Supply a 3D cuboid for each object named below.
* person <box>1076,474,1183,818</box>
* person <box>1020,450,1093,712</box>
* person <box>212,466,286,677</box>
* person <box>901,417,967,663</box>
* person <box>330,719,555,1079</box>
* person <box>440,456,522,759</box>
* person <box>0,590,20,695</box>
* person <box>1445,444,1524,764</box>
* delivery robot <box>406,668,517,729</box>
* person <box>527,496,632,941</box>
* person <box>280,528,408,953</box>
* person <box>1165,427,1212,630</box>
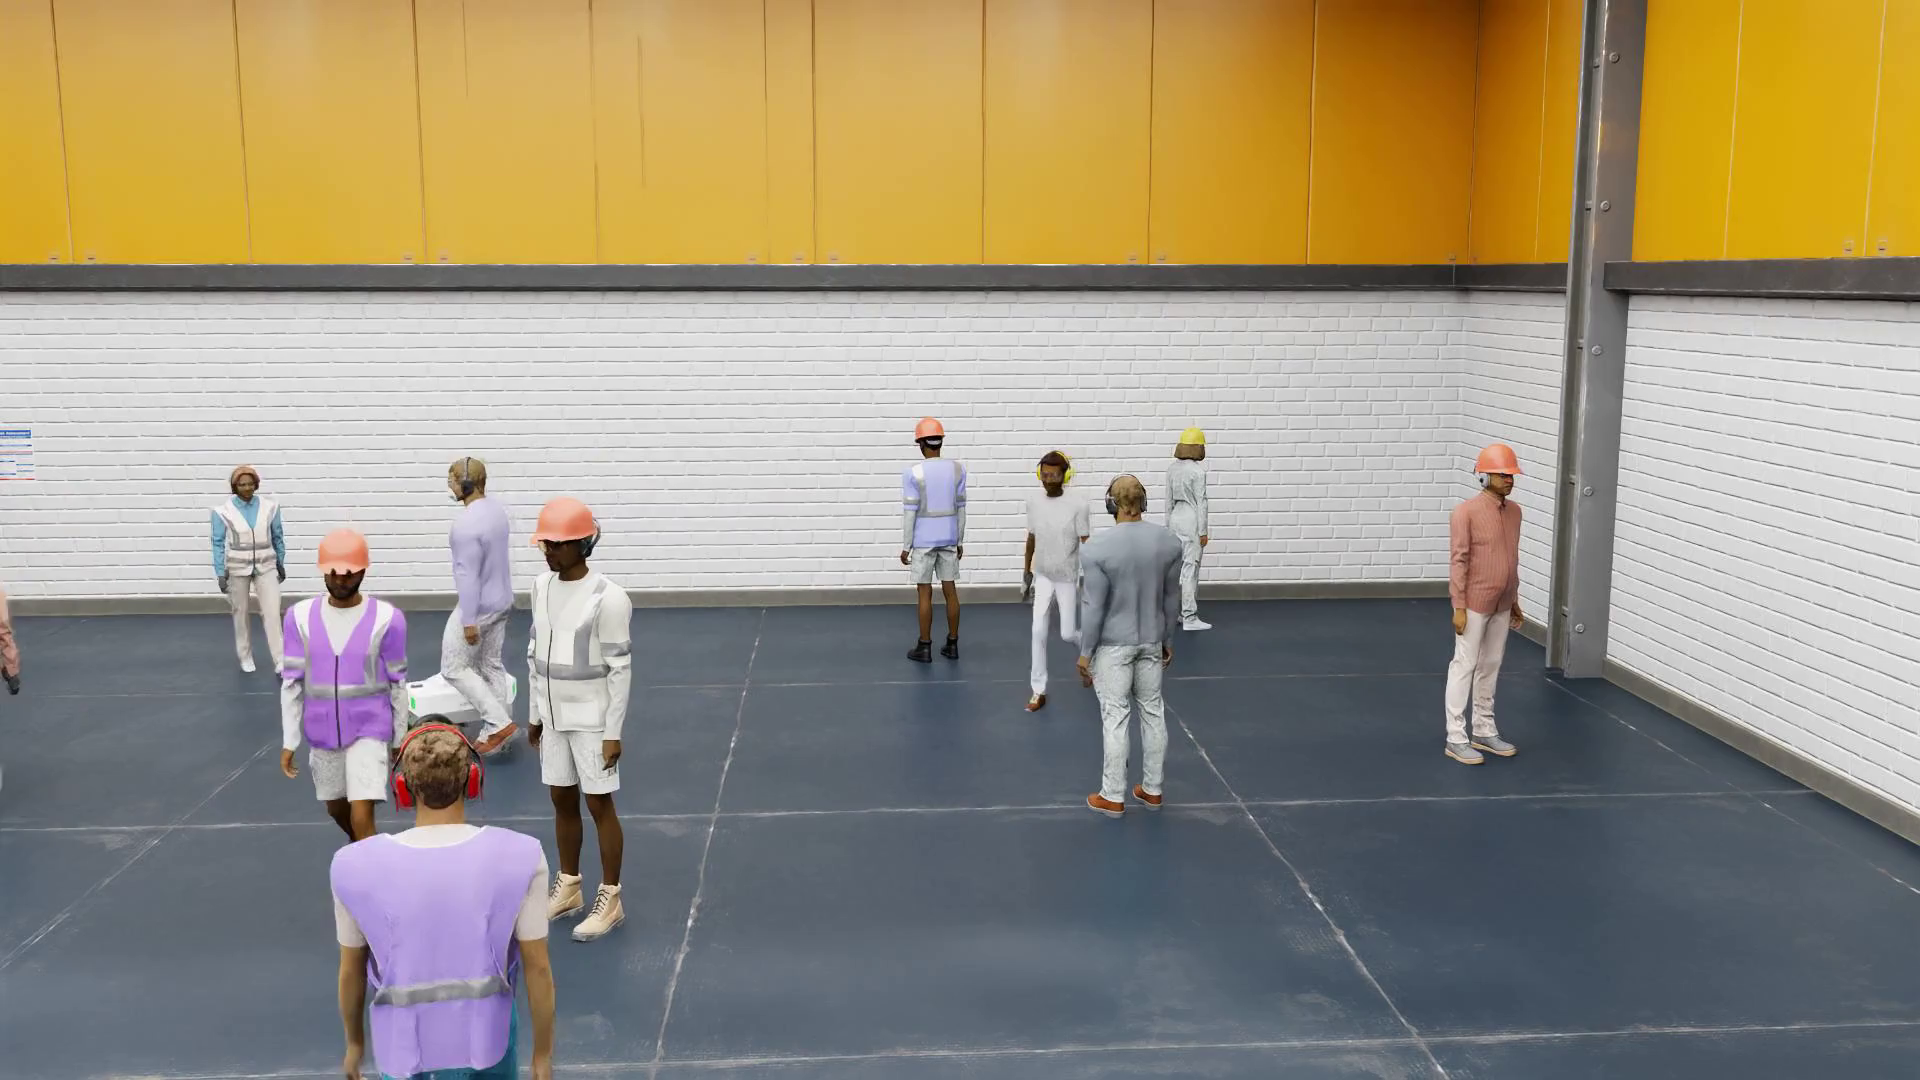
[{"bbox_3d":[0.940,0.592,9.336,0.627,1.934,0.371,-4,10,-25],"label":"person"},{"bbox_3d":[0.719,0.258,11.773,0.575,1.836,0.768,5,10,29],"label":"person"},{"bbox_3d":[-5.307,0.252,12.484,0.542,1.594,0.823,-7,11,-36],"label":"person"},{"bbox_3d":[-0.219,0.001,13.064,0.543,1.928,0.371,-4,10,-26],"label":"person"},{"bbox_3d":[-1.423,1.396,4.628,0.563,1.828,0.516,-3,10,-19],"label":"person"},{"bbox_3d":[-3.015,0.434,10.384,0.431,1.926,0.628,1,9,8],"label":"person"},{"bbox_3d":[-5.609,0.756,9.410,0.532,1.580,0.910,-2,9,-13],"label":"person"},{"bbox_3d":[3.300,0.390,10.409,0.608,1.996,0.380,-6,11,-33],"label":"person"},{"bbox_3d":[-3.241,1.009,10.736,0.707,0.478,0.477,-6,11,-34],"label":"delivery robot"},{"bbox_3d":[-1.771,0.810,7.625,0.605,2.044,0.374,6,11,33],"label":"person"},{"bbox_3d":[-2.838,0.860,7.787,0.541,1.910,0.944,-1,9,-5],"label":"person"},{"bbox_3d":[1.968,-0.103,14.299,0.325,1.740,0.493,-6,11,-32],"label":"person"}]
